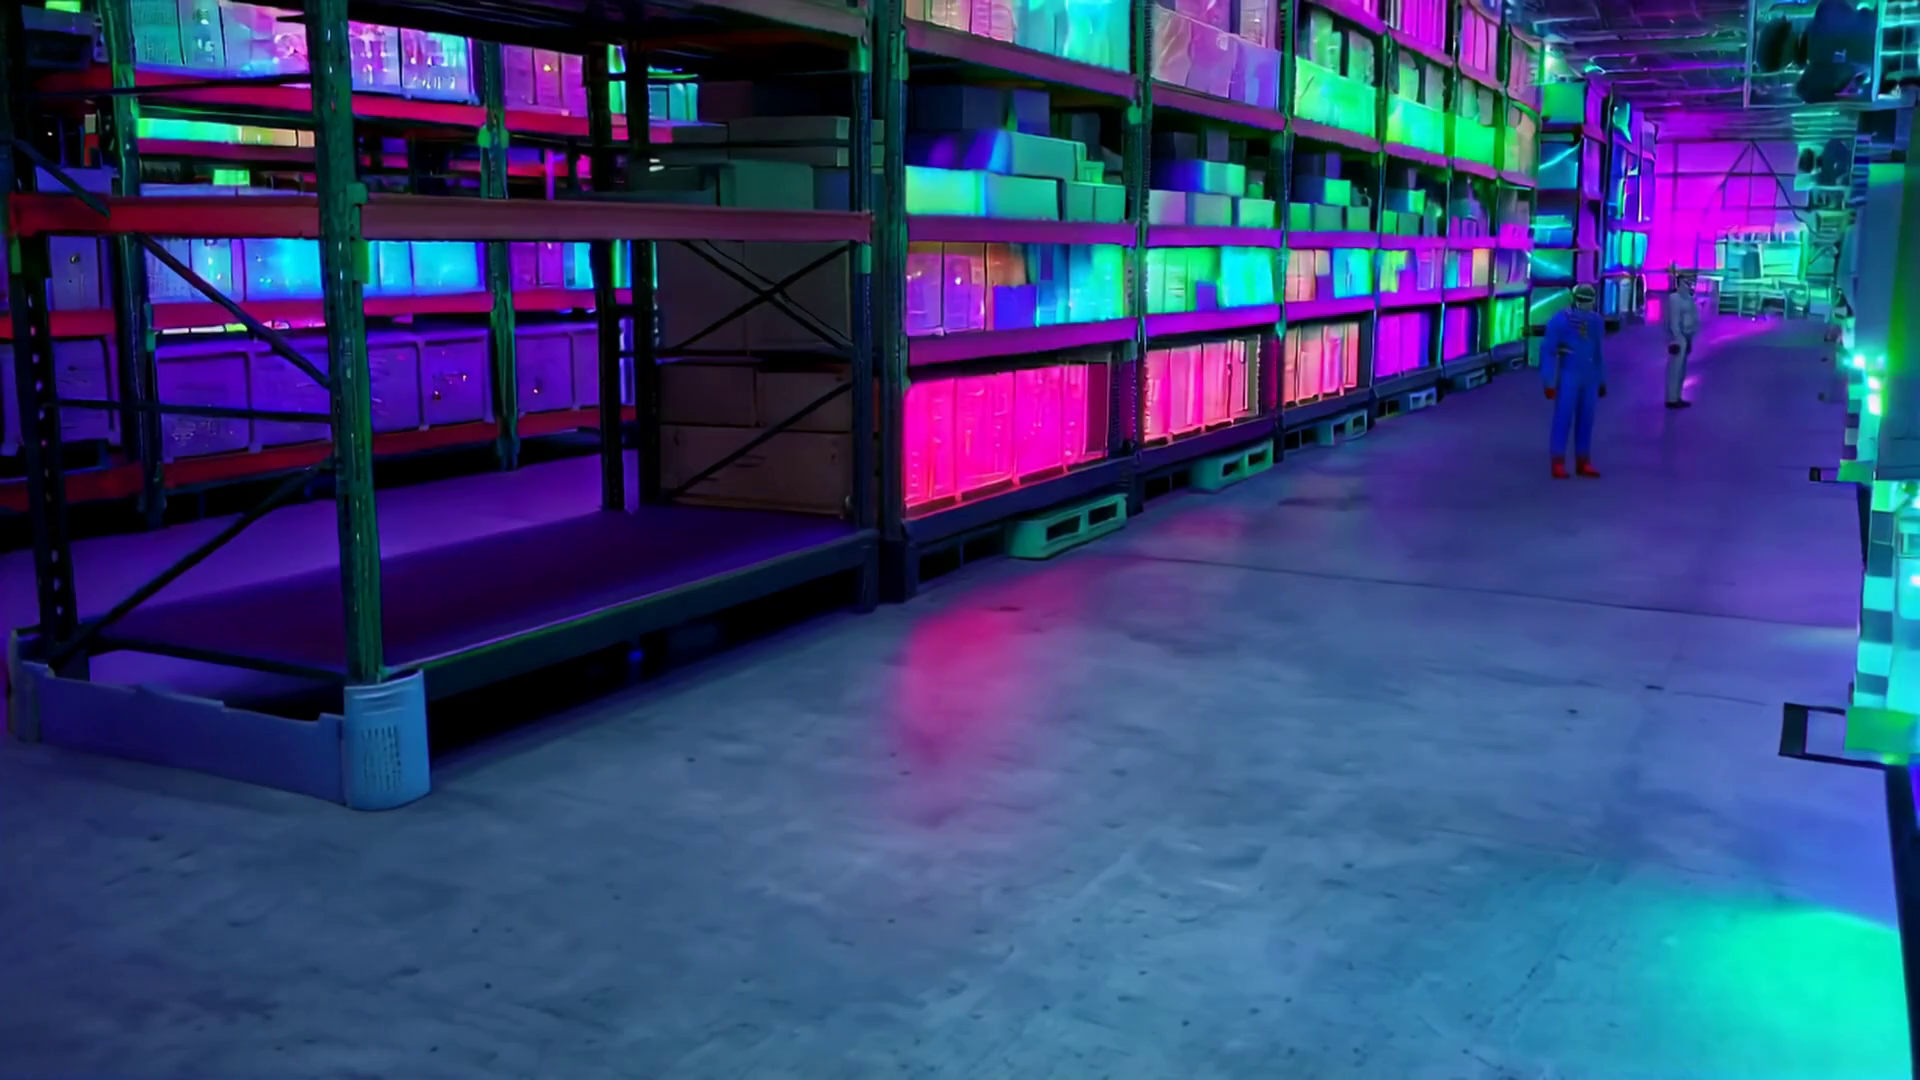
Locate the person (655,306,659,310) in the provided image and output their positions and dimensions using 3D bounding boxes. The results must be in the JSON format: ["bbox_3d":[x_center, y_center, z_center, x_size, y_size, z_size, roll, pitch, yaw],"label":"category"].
[{"bbox_3d":[-4.832,-3.349,26.509,0.538,1.929,0.383,-4,11,-23],"label":"person"}]

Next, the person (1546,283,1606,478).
[{"bbox_3d":[5.983,-1.539,16.123,0.654,1.894,0.401,-4,10,-20],"label":"person"}]

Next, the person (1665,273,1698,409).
[{"bbox_3d":[10.169,-2.806,23.430,0.406,1.903,0.673,7,12,36],"label":"person"}]

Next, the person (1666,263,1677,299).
[{"bbox_3d":[33.932,-12.332,79.192,0.540,1.688,0.319,-8,13,-38],"label":"person"}]
